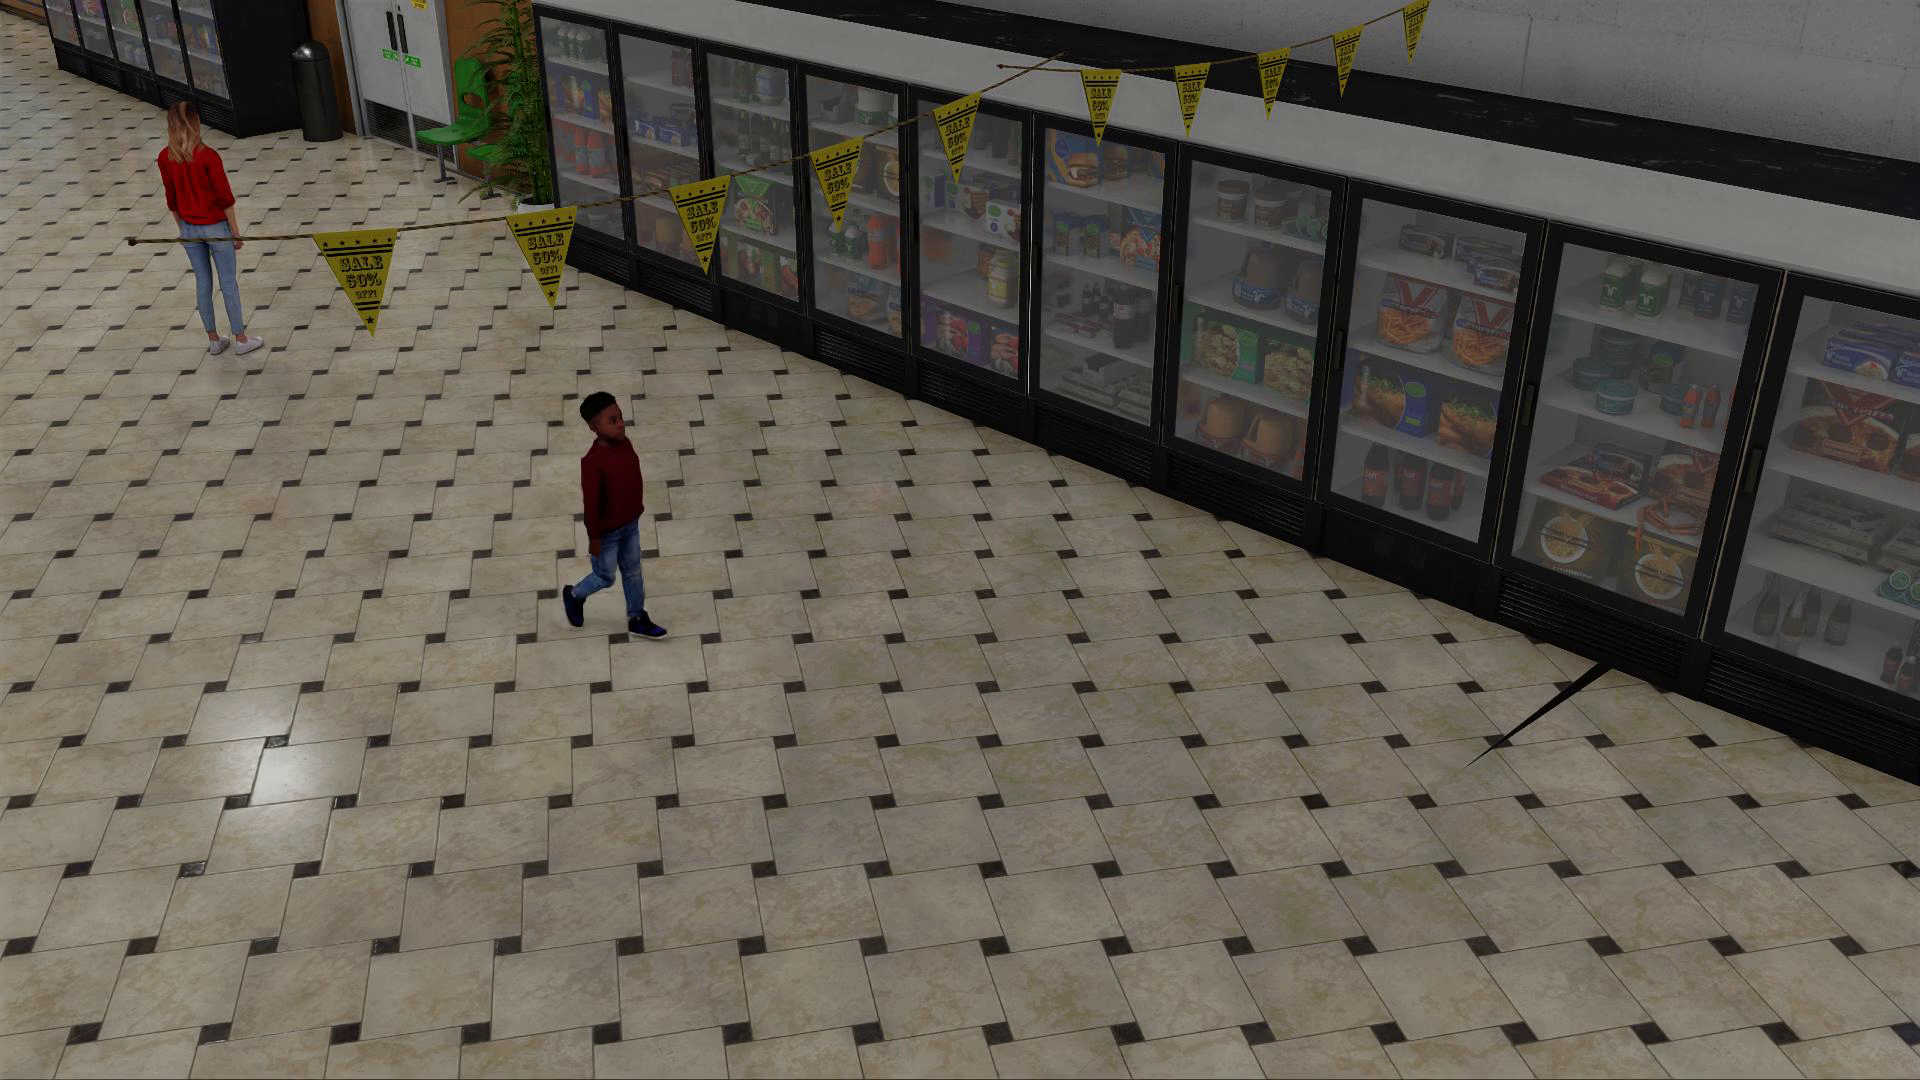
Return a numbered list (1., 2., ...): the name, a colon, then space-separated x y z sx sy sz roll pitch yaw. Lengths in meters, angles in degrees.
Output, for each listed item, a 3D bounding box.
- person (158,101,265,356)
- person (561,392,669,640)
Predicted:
1. person: -5.052 -2.074 11.141 0.683 1.705 0.715 3 27 6
2. person: -1.670 -0.103 7.763 0.699 1.245 0.753 13 30 23
